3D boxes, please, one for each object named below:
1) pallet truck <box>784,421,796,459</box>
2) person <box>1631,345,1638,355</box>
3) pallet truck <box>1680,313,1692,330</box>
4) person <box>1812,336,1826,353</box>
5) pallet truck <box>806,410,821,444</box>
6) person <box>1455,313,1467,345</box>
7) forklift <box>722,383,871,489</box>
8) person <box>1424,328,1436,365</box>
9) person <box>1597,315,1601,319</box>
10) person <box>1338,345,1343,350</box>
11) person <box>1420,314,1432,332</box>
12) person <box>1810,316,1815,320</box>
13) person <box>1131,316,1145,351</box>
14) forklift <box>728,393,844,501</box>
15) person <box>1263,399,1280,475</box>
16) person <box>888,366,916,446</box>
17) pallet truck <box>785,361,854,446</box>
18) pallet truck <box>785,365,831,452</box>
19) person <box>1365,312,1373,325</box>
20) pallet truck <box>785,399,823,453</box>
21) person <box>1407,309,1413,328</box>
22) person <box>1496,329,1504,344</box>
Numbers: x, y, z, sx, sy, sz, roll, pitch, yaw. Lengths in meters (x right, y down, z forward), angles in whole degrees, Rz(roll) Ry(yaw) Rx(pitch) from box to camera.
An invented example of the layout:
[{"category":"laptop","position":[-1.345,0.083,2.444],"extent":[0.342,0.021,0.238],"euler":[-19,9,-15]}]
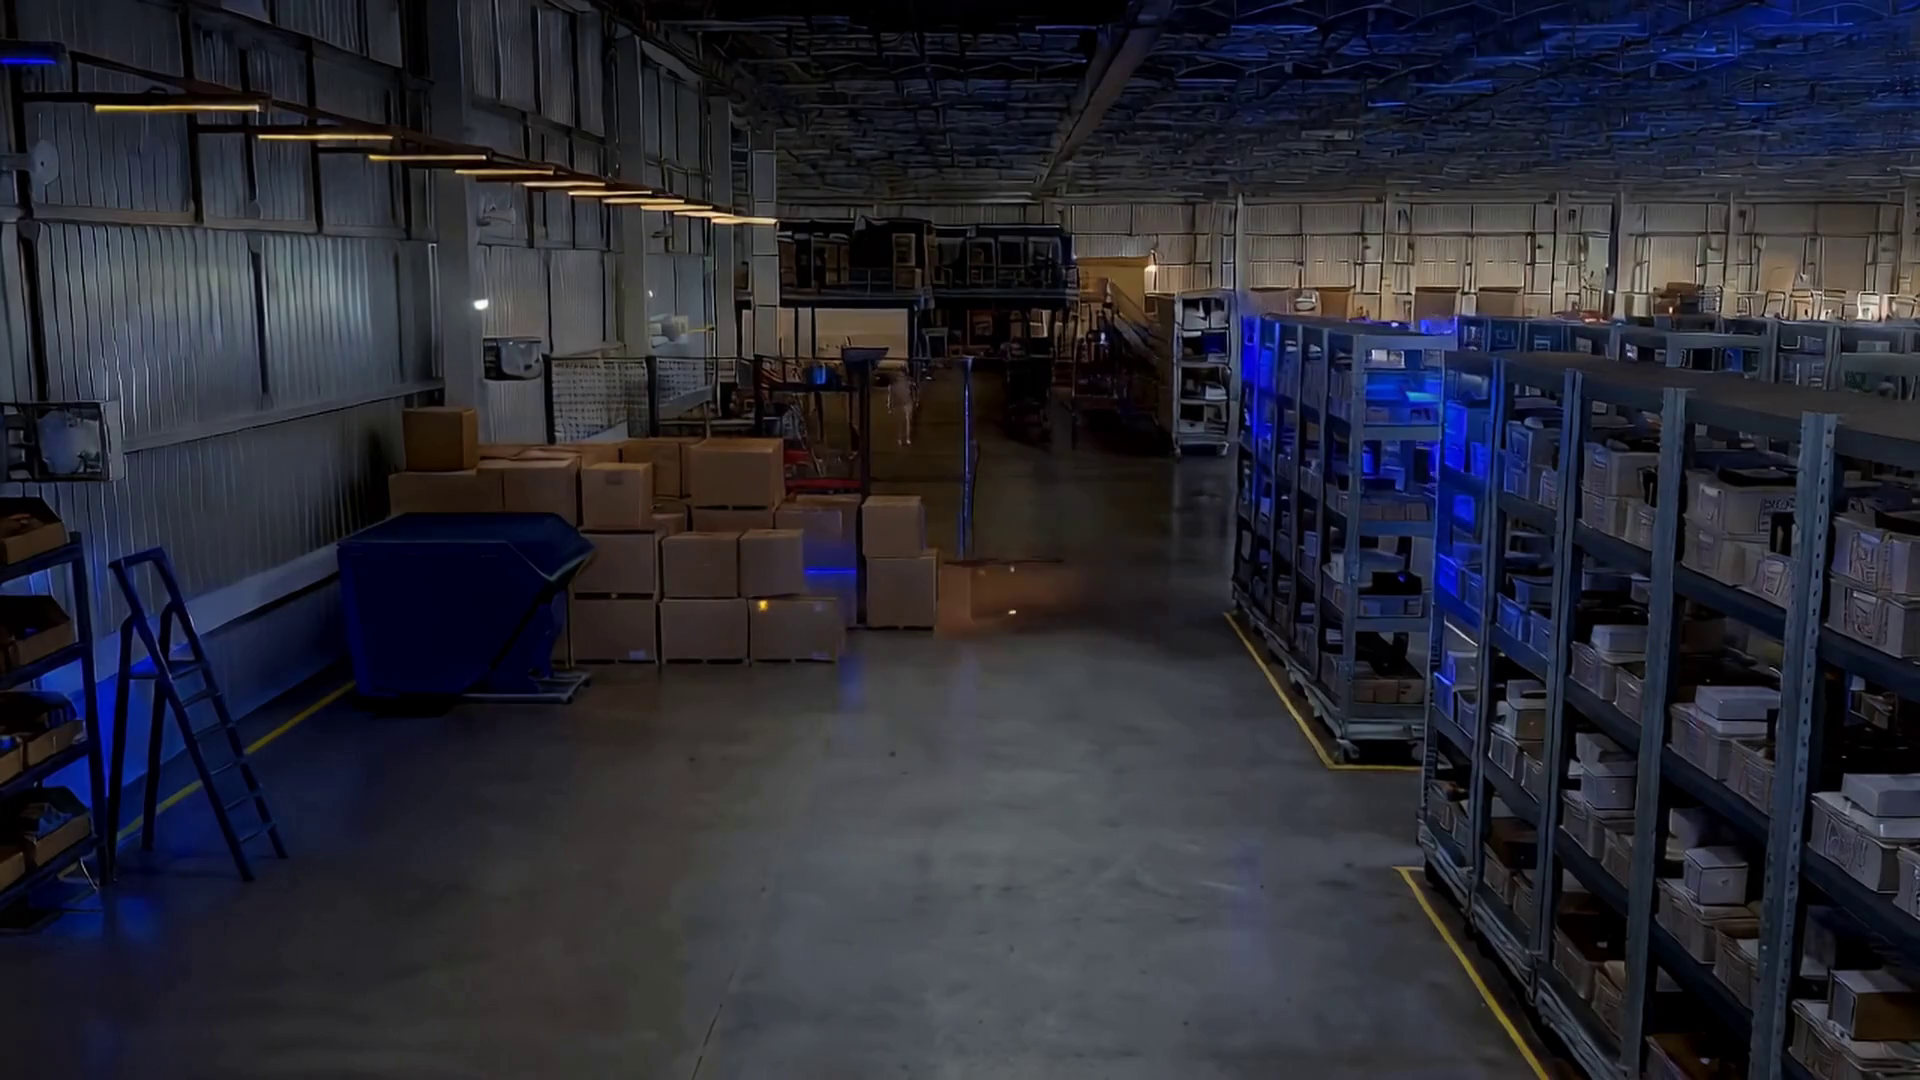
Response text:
[{"category":"pallet truck","position":[-4.013,-1.793,32.705],"extent":[1.601,1.201,0.680],"euler":[0,9,1]},{"category":"person","position":[23.894,-6.391,58.999],"extent":[0.983,1.890,0.562],"euler":[-1,9,-7]},{"category":"pallet truck","position":[36.315,-10.531,84.244],"extent":[0.823,1.965,1.885],"euler":[-6,11,-33]},{"category":"person","position":[33.253,-7.235,64.373],"extent":[0.522,1.847,0.626],"euler":[5,11,29]},{"category":"pallet truck","position":[-3.559,-2.018,33.905],"extent":[1.522,1.261,0.704],"euler":[0,9,-1]},{"category":"person","position":[27.630,-11.648,91.726],"extent":[0.901,1.812,0.633],"euler":[5,11,30]},{"category":"forklift","position":[-2.893,-1.687,28.729],"extent":[2.680,1.987,1.157],"euler":[0,9,-1]},{"category":"person","position":[17.965,-7.145,63.639],"extent":[0.614,1.909,1.030],"euler":[-8,12,-41]},{"category":"person","position":[31.950,-10.309,83.241],"extent":[1.045,1.879,0.647],"euler":[-7,11,-36]},{"category":"person","position":[15.034,-7.428,65.508],"extent":[0.315,1.865,0.526],"euler":[-2,9,-11]},{"category":"person","position":[24.819,-11.150,88.721],"extent":[0.641,1.790,0.971],"euler":[-5,10,-26]},{"category":"person","position":[42.031,-10.129,82.161],"extent":[0.929,1.855,0.684],"euler":[-3,10,-21]},{"category":"person","position":[9.061,-10.510,84.633],"extent":[0.989,1.840,0.579],"euler":[-5,10,-26]},{"category":"forklift","position":[-2.979,-1.316,26.476],"extent":[2.680,1.987,1.157],"euler":[0,9,1]},{"category":"person","position":[6.298,-2.318,33.439],"extent":[0.382,2.041,0.616],"euler":[2,9,10]},{"category":"person","position":[-1.368,-3.148,39.125],"extent":[0.650,1.860,0.916],"euler":[0,9,0]},{"category":"pallet truck","position":[-3.410,-3.193,38.978],"extent":[1.885,1.965,0.823],"euler":[0,9,-1]},{"category":"pallet truck","position":[-3.774,-2.976,37.635],"extent":[1.885,1.965,0.823],"euler":[1,9,5]},{"category":"person","position":[21.242,-10.863,86.438],"extent":[0.390,1.949,0.602],"euler":[-2,9,-10]},{"category":"pallet truck","position":[-3.814,-2.432,36.419],"extent":[1.630,1.274,0.653],"euler":[0,9,1]},{"category":"person","position":[25.585,-12.172,94.619],"extent":[0.398,1.918,0.590],"euler":[5,11,30]},{"category":"person","position":[21.700,-7.736,67.215],"extent":[0.543,1.928,0.372],"euler":[5,11,30]}]
